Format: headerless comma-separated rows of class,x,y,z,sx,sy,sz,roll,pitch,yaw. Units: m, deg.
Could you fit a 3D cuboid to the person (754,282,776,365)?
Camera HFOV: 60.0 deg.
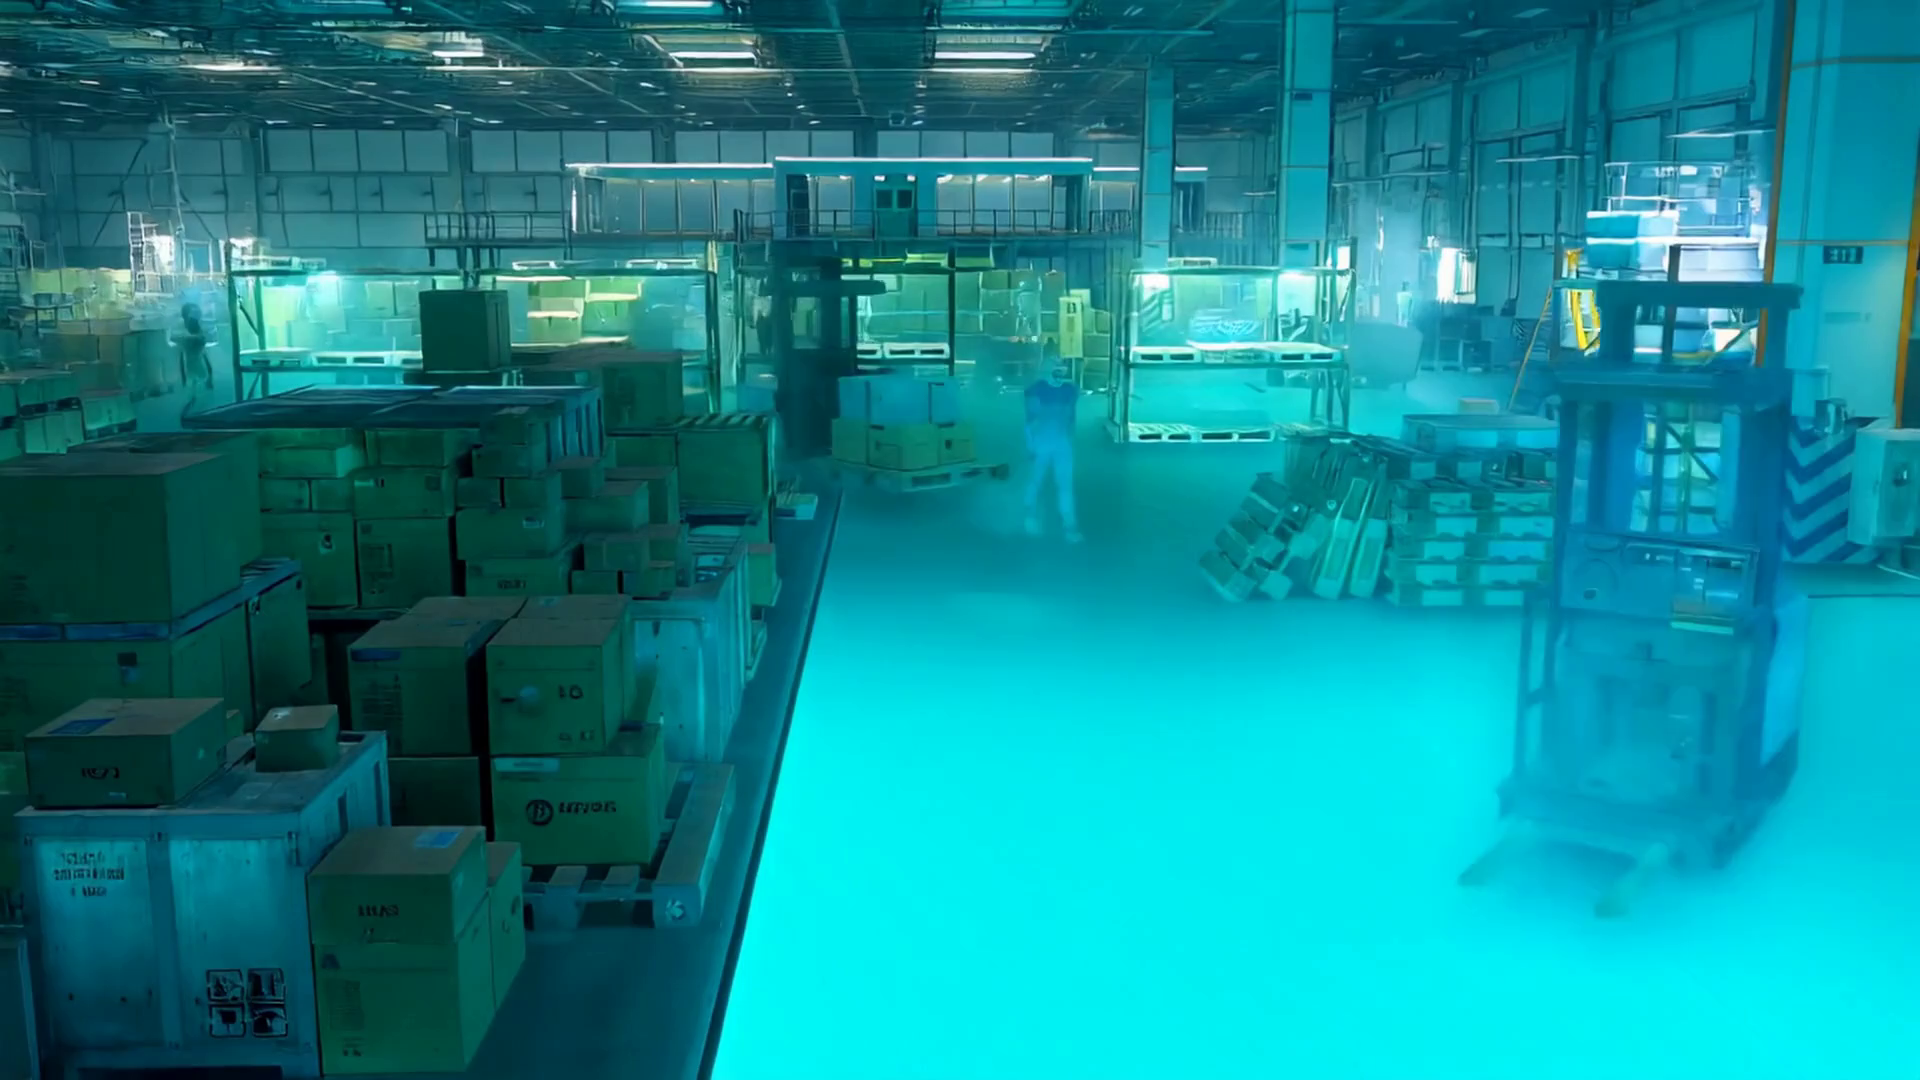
person,-4.828,-5.326,40.991,0.539,2.000,0.689,7,12,34

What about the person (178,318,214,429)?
person,-12.084,-2.581,26.254,0.520,1.844,0.639,2,10,12

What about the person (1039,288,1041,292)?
person,2.945,-8.299,58.070,1.023,1.852,0.602,1,10,5

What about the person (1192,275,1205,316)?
person,9.263,-9.462,64.576,0.506,1.846,0.349,7,12,32

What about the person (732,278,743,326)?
person,-7.642,-8.210,57.423,0.683,1.914,0.560,-4,11,-19

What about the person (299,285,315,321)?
person,-17.646,-5.943,44.868,0.541,1.897,1.019,4,11,21

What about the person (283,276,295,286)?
person,-28.016,-10.296,69.504,0.492,1.742,0.318,-10,14,-44

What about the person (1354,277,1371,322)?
person,13.952,-8.219,57.710,0.630,1.828,0.516,1,10,8

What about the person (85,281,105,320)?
person,-27.057,-7.198,52.073,0.590,1.807,0.834,-3,11,-17

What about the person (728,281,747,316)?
person,-6.865,-7.014,50.869,0.605,1.865,0.645,-8,13,-38

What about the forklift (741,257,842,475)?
forklift,-2.019,-2.351,22.075,1.129,2.768,1.873,-9,13,-40

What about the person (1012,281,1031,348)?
person,1.733,-6.413,47.375,0.581,1.929,0.609,-6,12,-32

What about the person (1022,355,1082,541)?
person,0.923,-0.966,17.141,0.644,1.892,1.035,-4,11,-20

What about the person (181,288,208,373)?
person,-17.708,-4.828,38.424,0.603,1.965,0.368,8,13,37

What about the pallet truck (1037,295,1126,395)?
pallet truck,2.483,-3.881,33.060,1.885,1.965,0.823,-7,13,-36

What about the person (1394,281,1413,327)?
person,13.477,-6.944,50.521,0.553,1.854,0.439,4,11,22

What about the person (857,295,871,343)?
person,-2.789,-6.351,47.185,0.592,1.867,0.554,2,10,12

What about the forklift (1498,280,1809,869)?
forklift,3.796,0.033,8.794,1.129,2.768,1.873,8,13,36
